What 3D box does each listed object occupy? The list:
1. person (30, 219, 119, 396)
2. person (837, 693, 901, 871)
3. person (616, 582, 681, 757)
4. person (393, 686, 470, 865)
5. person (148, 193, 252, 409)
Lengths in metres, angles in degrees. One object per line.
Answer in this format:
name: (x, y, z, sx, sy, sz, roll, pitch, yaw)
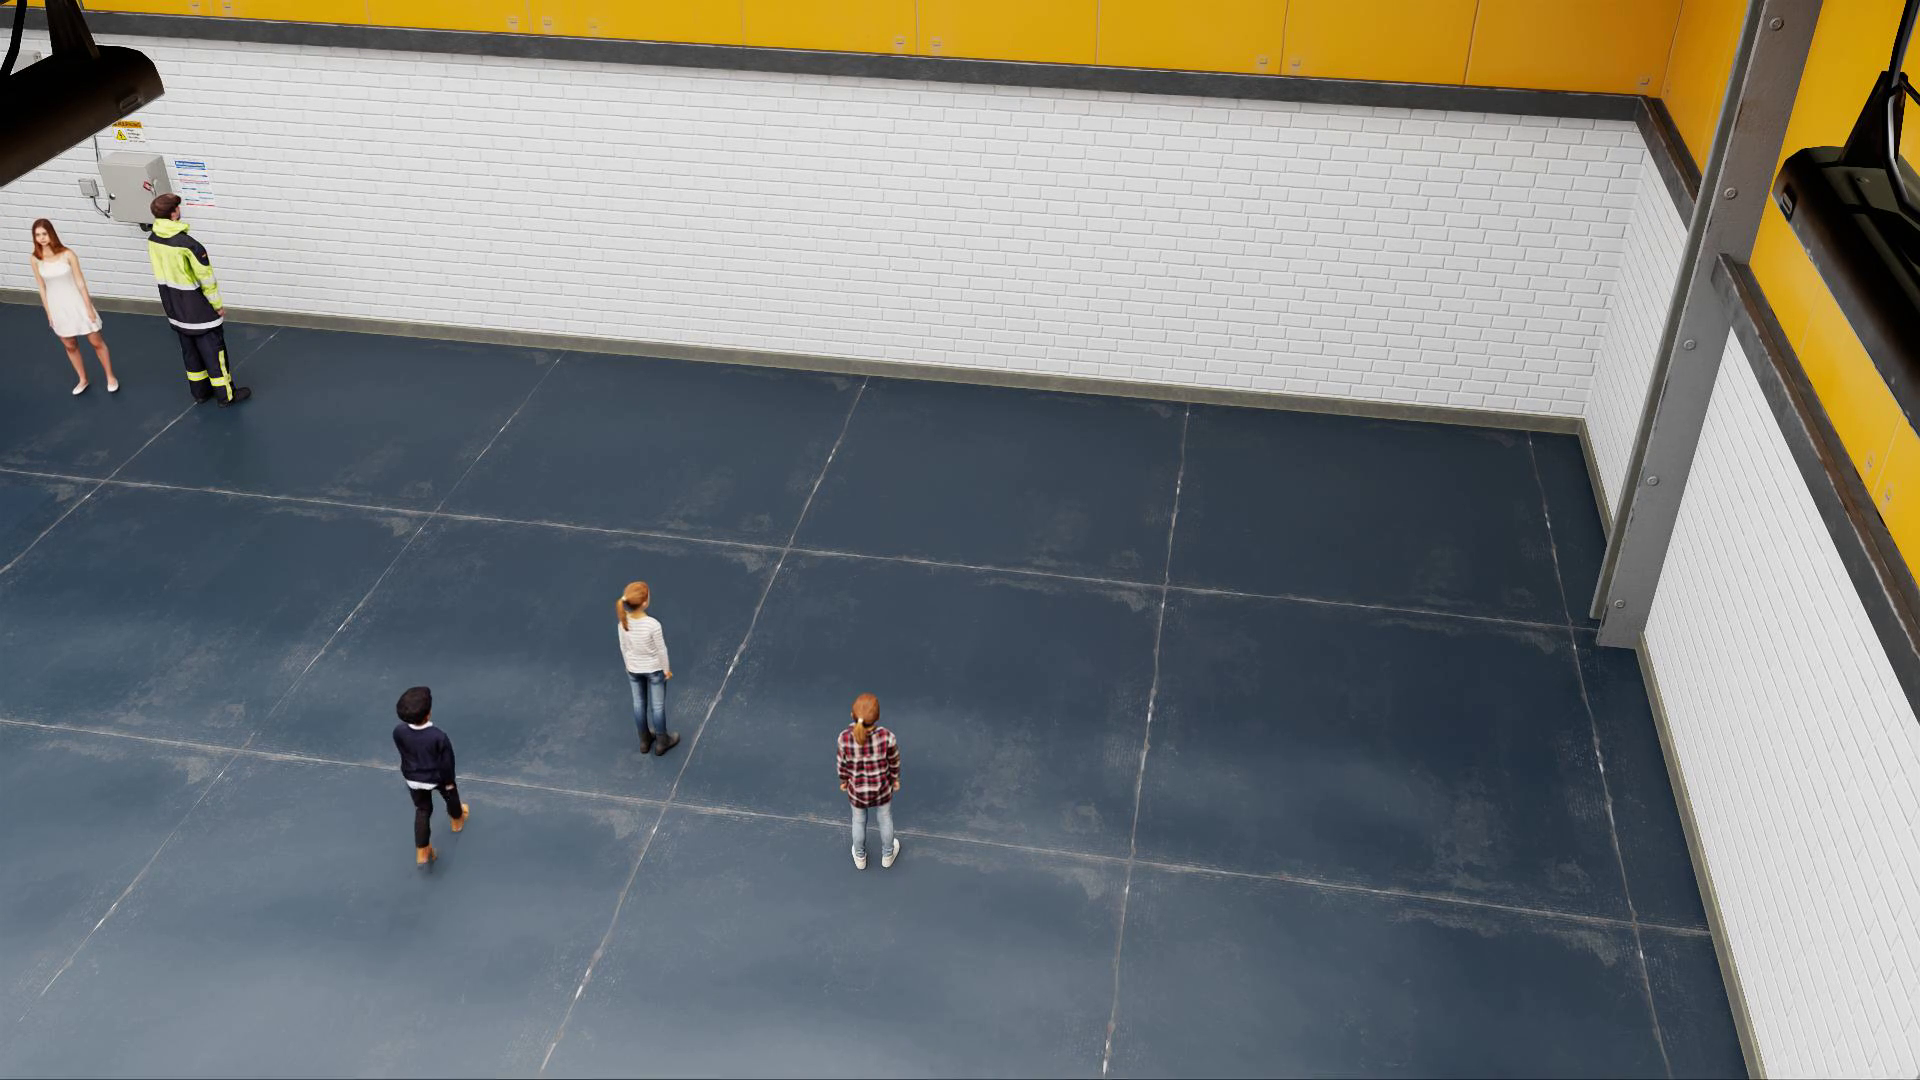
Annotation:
person: (-7.995, -2.096, 14.933, 0.642, 1.705, 0.650, -6, 34, -9)
person: (-0.541, 1.447, 9.964, 0.566, 1.305, 0.569, 0, 34, -1)
person: (-2.057, 0.845, 10.862, 0.489, 1.314, 0.500, 9, 35, 13)
person: (-3.252, 1.426, 10.078, 0.570, 1.215, 0.845, 1, 34, 1)
person: (-6.808, -2.124, 14.723, 0.816, 1.983, 0.716, 12, 36, 18)
